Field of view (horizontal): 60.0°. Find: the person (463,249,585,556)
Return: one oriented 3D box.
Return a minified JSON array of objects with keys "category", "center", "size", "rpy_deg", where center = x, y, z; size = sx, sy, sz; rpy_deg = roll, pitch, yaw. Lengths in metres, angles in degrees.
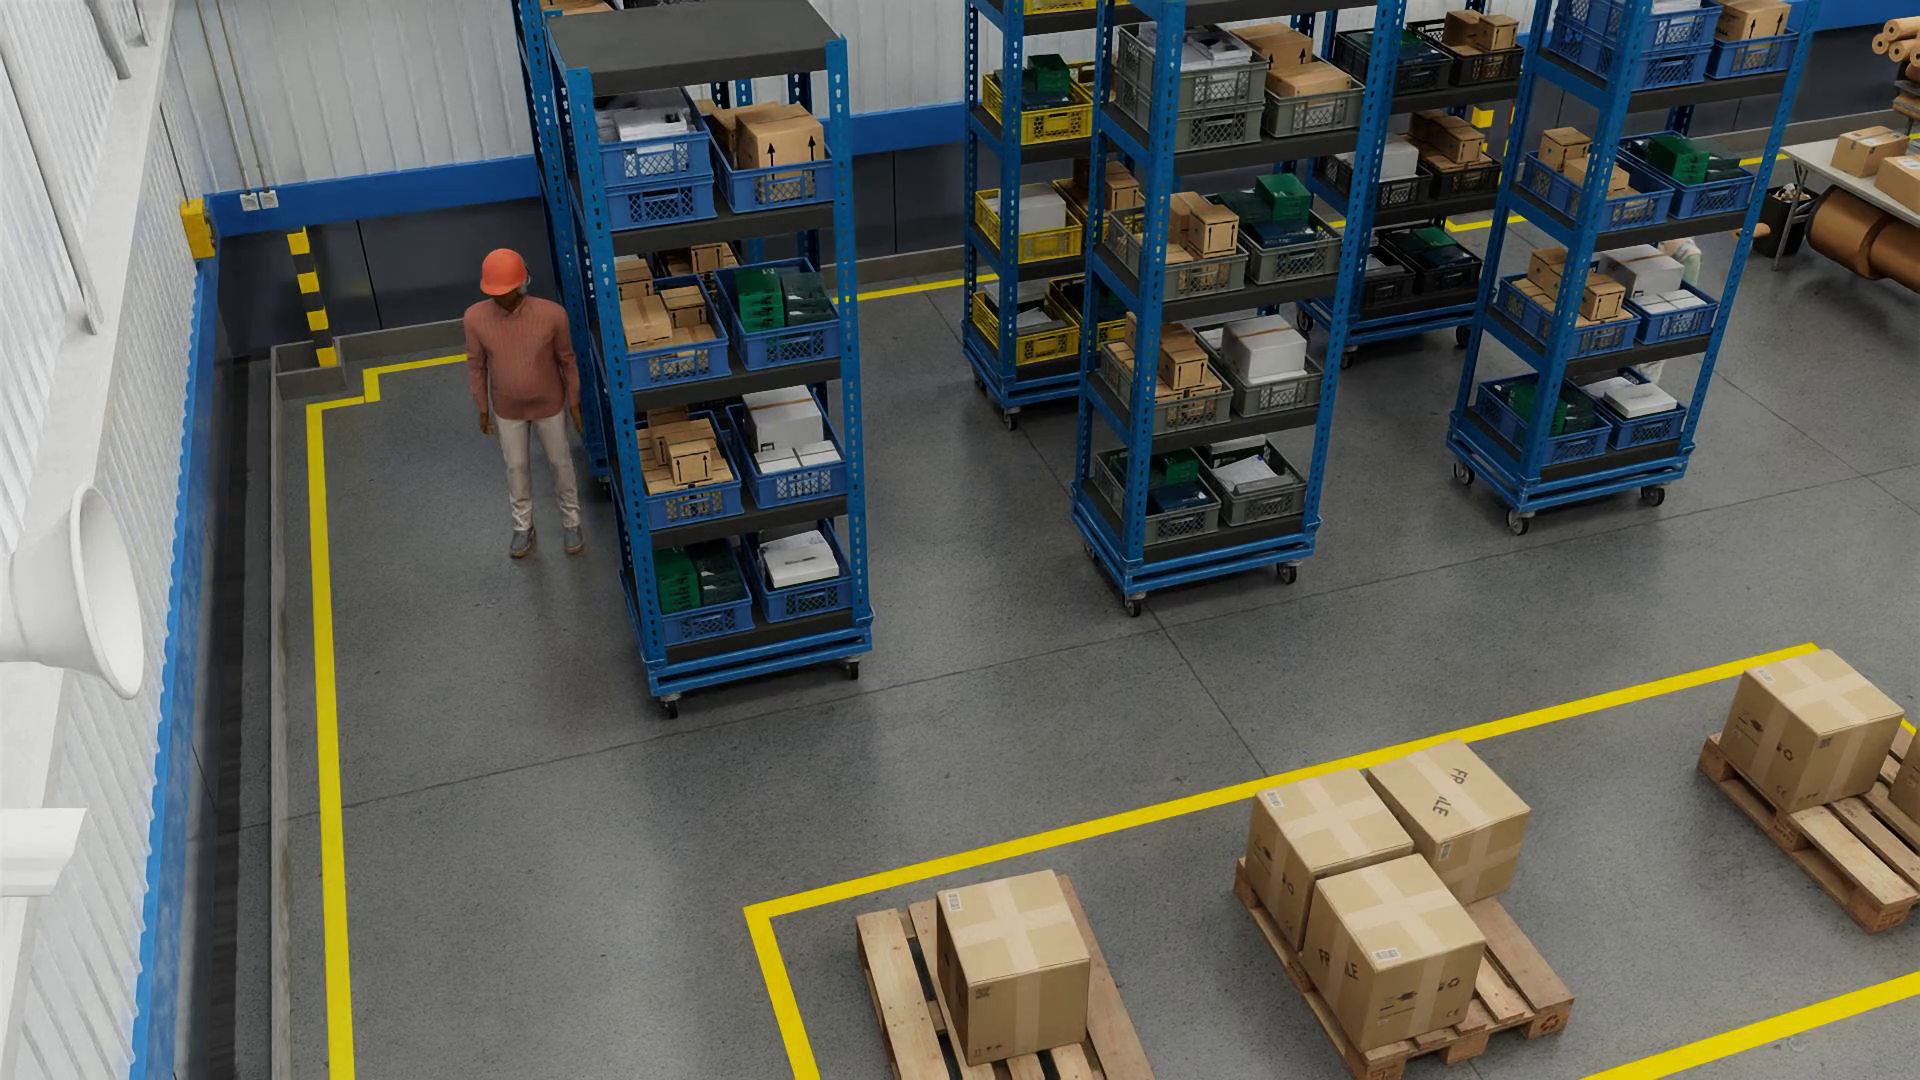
[{"category":"person","center":[-2.509,-0.785,9.663],"size":[0.619,1.990,0.395],"rpy_deg":[-3,35,-5]}]

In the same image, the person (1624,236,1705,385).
[{"category":"person","center":[4.644,-1.517,11.003],"size":[0.310,1.638,0.523],"rpy_deg":[-5,36,-8]}]
